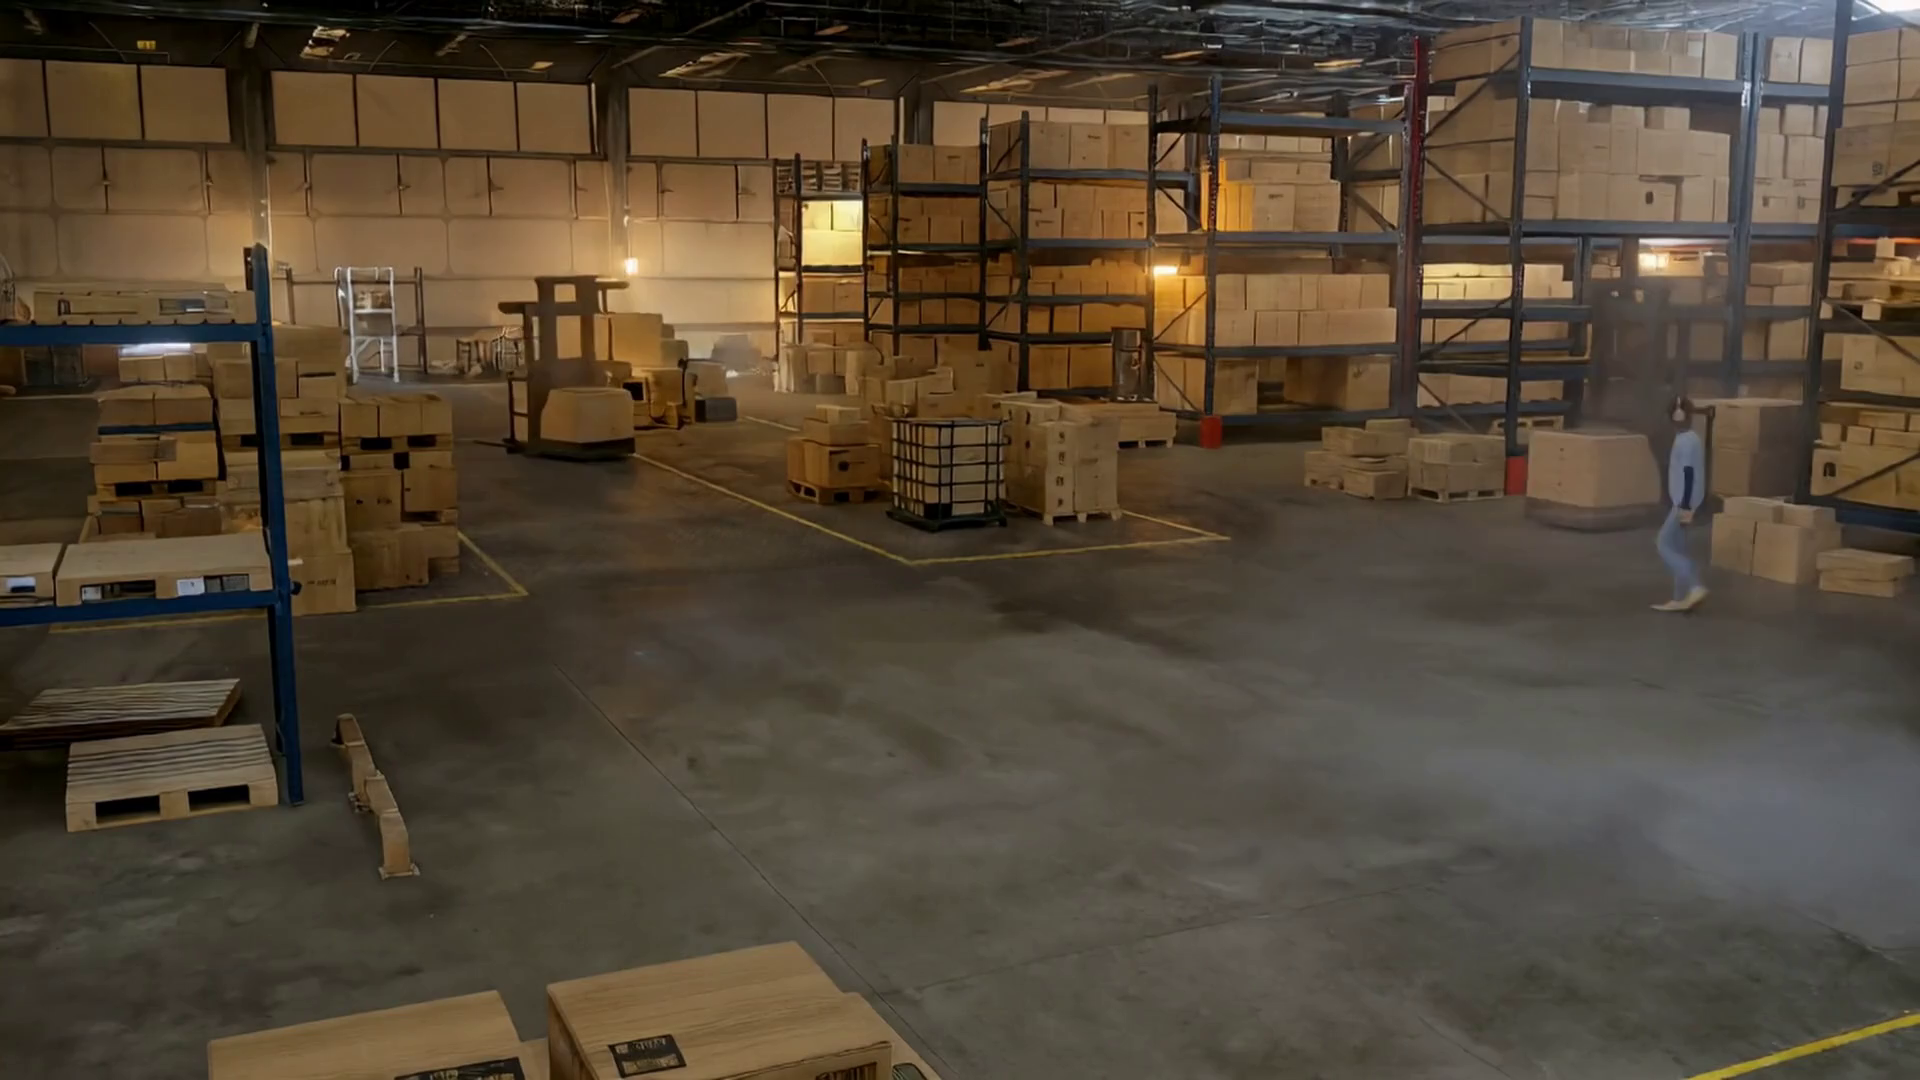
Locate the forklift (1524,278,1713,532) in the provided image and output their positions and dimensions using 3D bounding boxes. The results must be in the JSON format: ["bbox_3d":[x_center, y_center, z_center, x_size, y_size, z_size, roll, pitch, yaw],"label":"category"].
[{"bbox_3d":[7.527,-1.581,18.896,1.873,2.768,1.129,-4,10,-25],"label":"forklift"}]

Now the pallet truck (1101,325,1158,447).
[{"bbox_3d":[2.881,-2.596,27.923,0.823,1.965,1.885,-1,9,-7],"label":"pallet truck"}]

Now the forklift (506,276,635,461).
[{"bbox_3d":[-6.080,-2.709,25.893,1.873,2.768,1.129,7,12,38],"label":"forklift"}]

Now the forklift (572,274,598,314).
[{"bbox_3d":[-9.629,-5.443,42.857,1.873,2.768,1.129,1,9,6],"label":"forklift"}]

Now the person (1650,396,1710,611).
[{"bbox_3d":[6.098,-0.292,14.099,0.400,1.845,0.539,3,10,20],"label":"person"}]
